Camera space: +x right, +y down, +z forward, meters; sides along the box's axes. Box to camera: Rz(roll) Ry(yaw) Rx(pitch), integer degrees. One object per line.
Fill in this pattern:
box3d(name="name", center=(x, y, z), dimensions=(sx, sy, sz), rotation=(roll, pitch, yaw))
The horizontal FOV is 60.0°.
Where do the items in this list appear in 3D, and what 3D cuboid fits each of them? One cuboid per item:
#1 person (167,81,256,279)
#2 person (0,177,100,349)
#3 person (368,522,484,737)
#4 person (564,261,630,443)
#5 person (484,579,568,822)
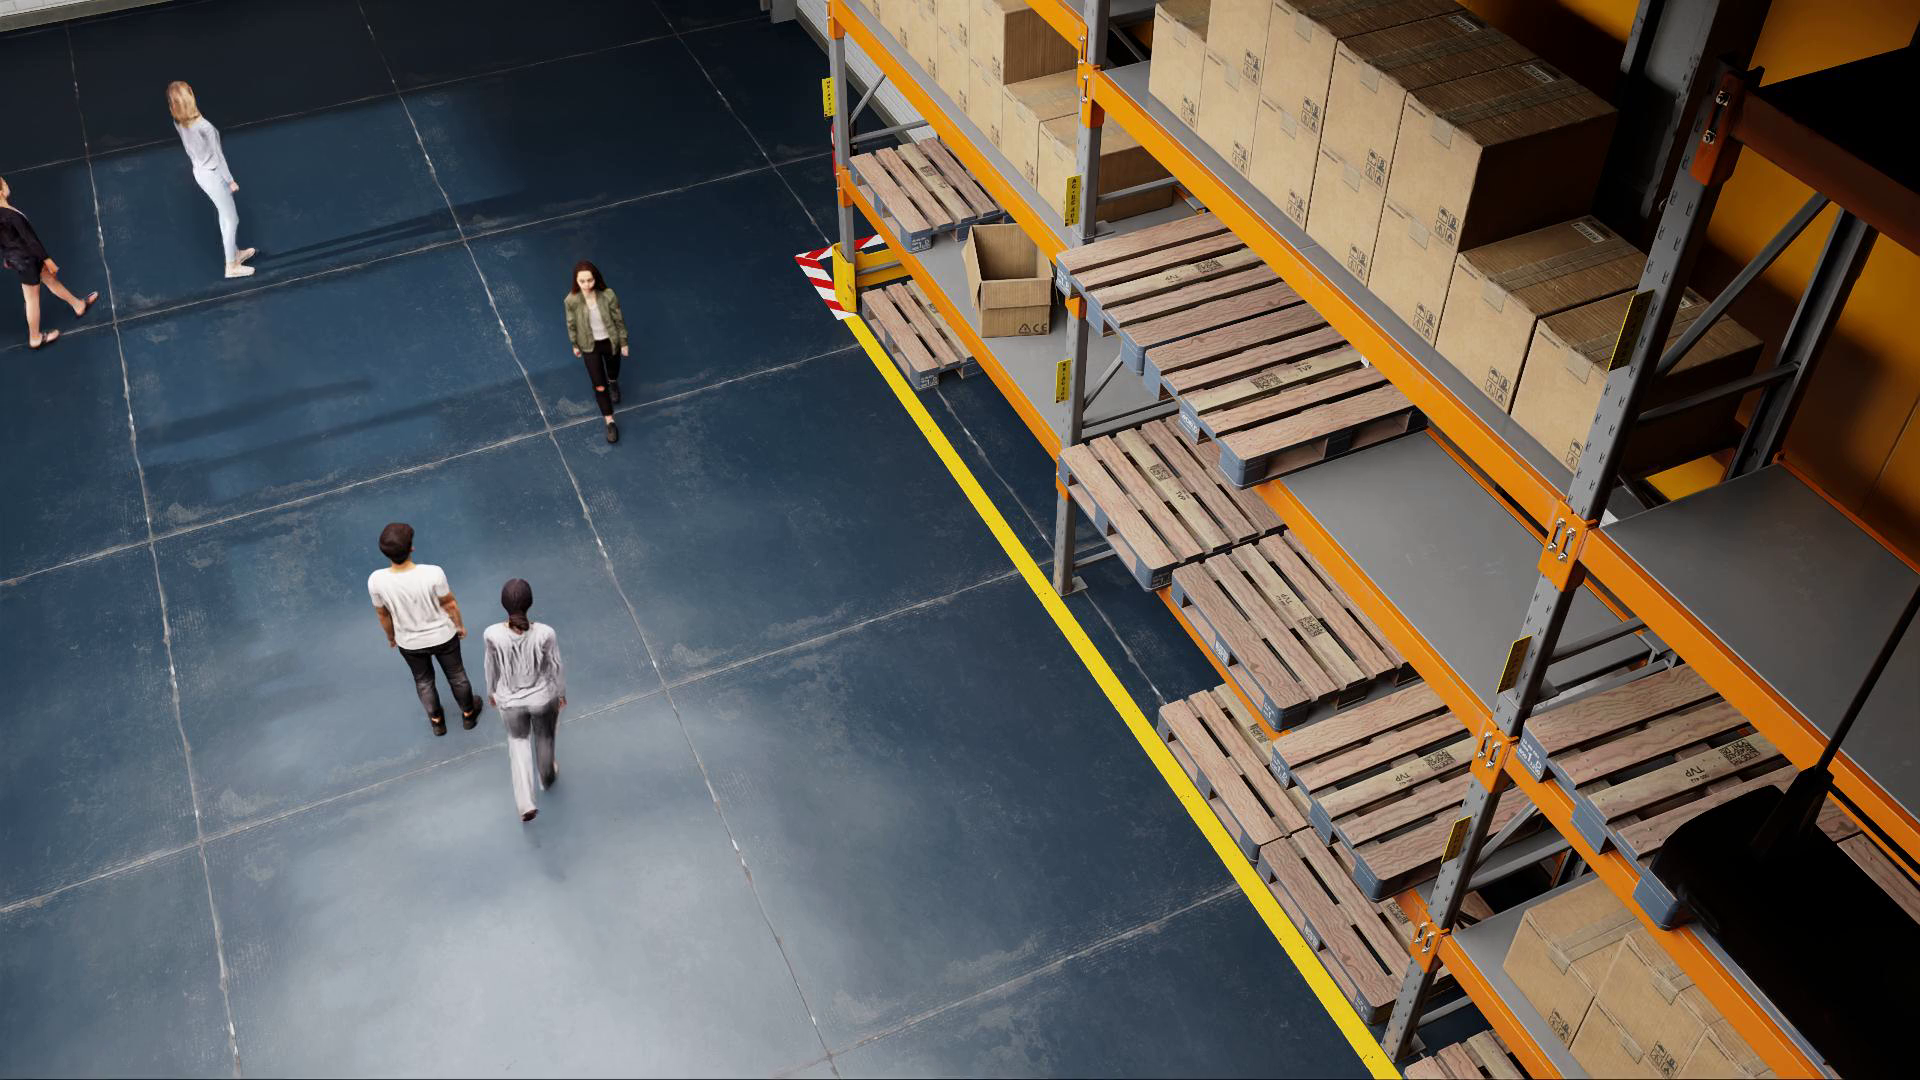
box3d(name="person", center=(-6.391, -3.097, 14.236), dimensions=(0.736, 1.806, 0.802), rotation=(33, 53, 30))
box3d(name="person", center=(-7.692, -2.251, 13.548), dimensions=(0.985, 1.530, 0.925), rotation=(25, 49, 24))
box3d(name="person", center=(-3.370, 0.570, 10.448), dimensions=(0.673, 1.721, 0.605), rotation=(-8, 44, -8))
box3d(name="person", center=(-2.782, -1.549, 12.874), dimensions=(0.704, 1.443, 1.013), rotation=(-10, 45, -10))
box3d(name="person", center=(-2.590, 1.011, 9.964), dimensions=(0.820, 1.750, 0.959), rotation=(-6, 44, -7))
